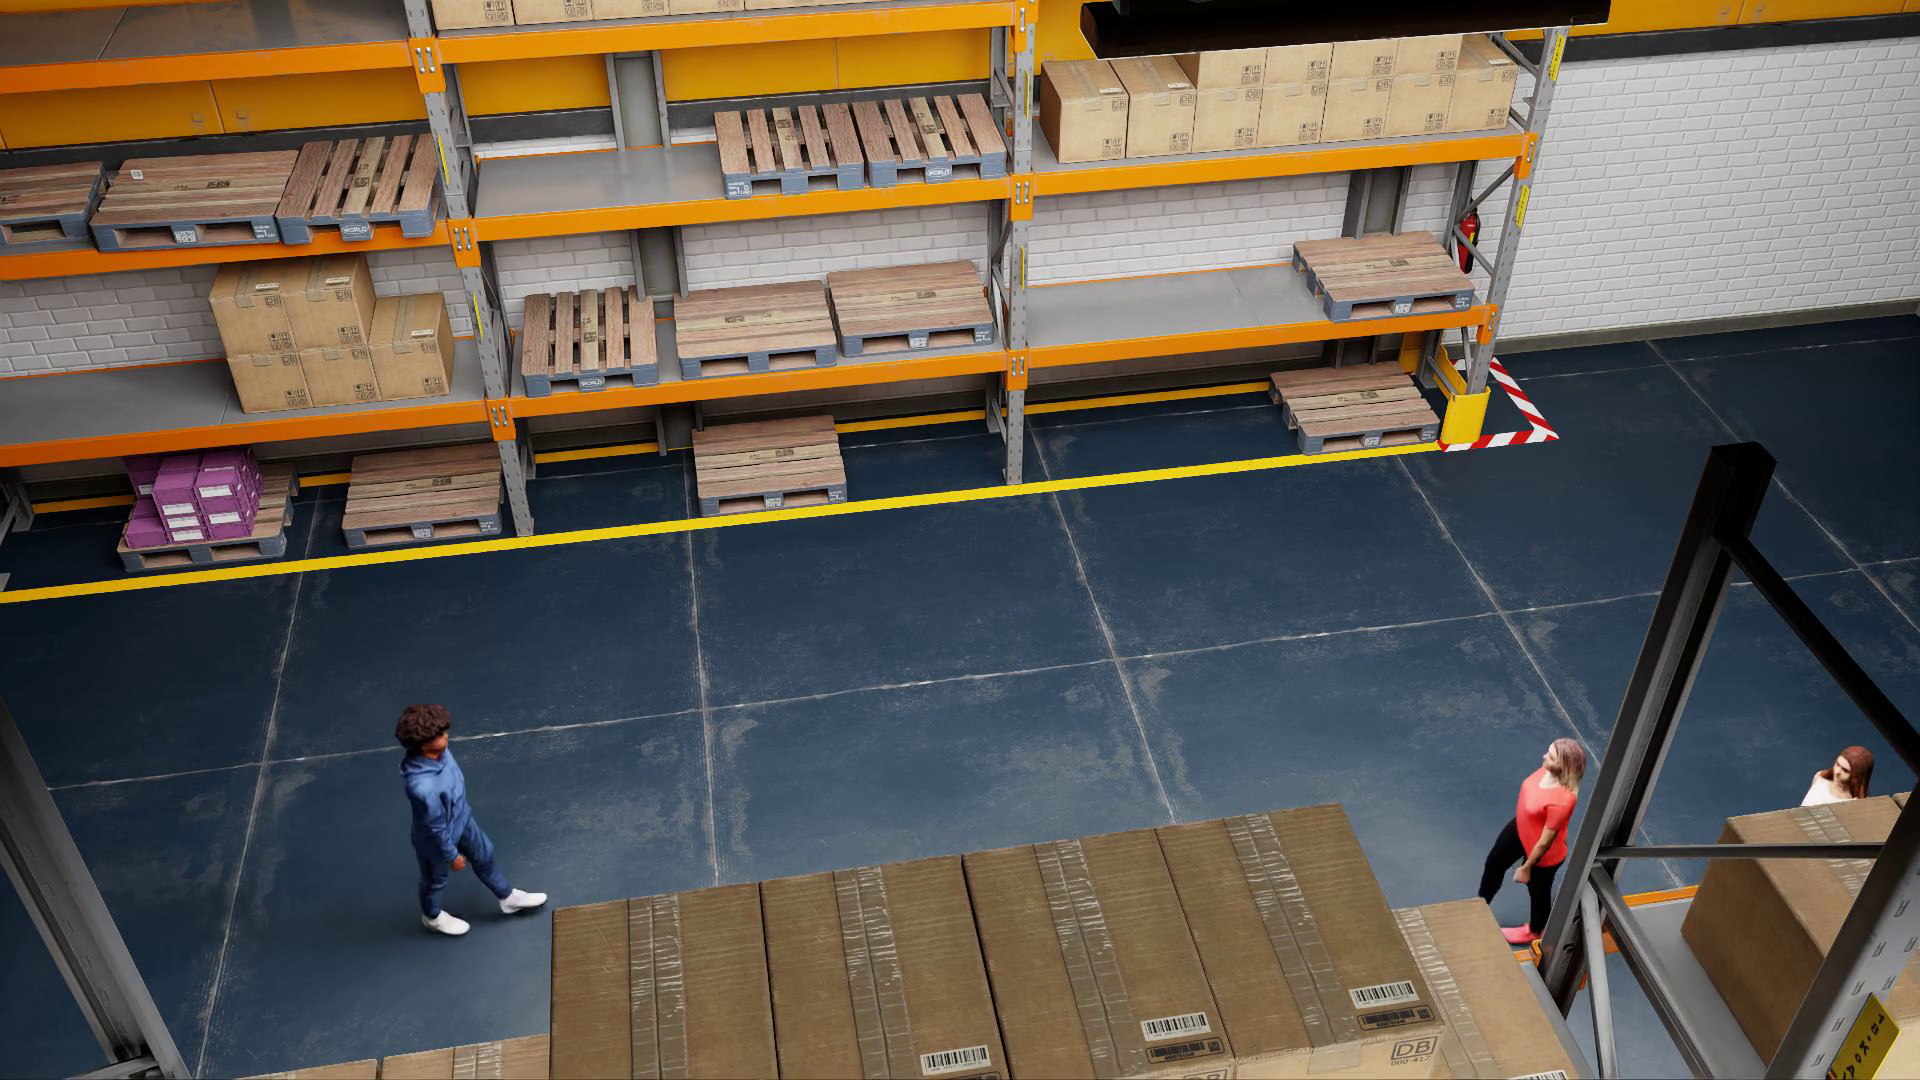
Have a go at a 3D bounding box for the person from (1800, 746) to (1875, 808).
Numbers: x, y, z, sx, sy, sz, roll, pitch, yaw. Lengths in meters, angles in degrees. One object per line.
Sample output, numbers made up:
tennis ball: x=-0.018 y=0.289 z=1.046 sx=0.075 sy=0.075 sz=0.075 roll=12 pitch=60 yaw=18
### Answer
person: x=5.002 y=1.823 z=9.636 sx=1.024 sy=1.701 sz=0.670 roll=-11 pitch=40 yaw=-14

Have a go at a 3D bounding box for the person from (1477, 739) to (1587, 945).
person: x=3.458 y=1.789 z=9.696 sx=0.889 sy=1.679 sz=0.735 roll=3 pitch=39 yaw=4

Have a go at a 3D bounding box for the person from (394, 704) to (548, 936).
person: x=-3.129 y=1.677 z=9.760 sx=1.017 sy=1.774 sz=0.789 roll=0 pitch=39 yaw=0
